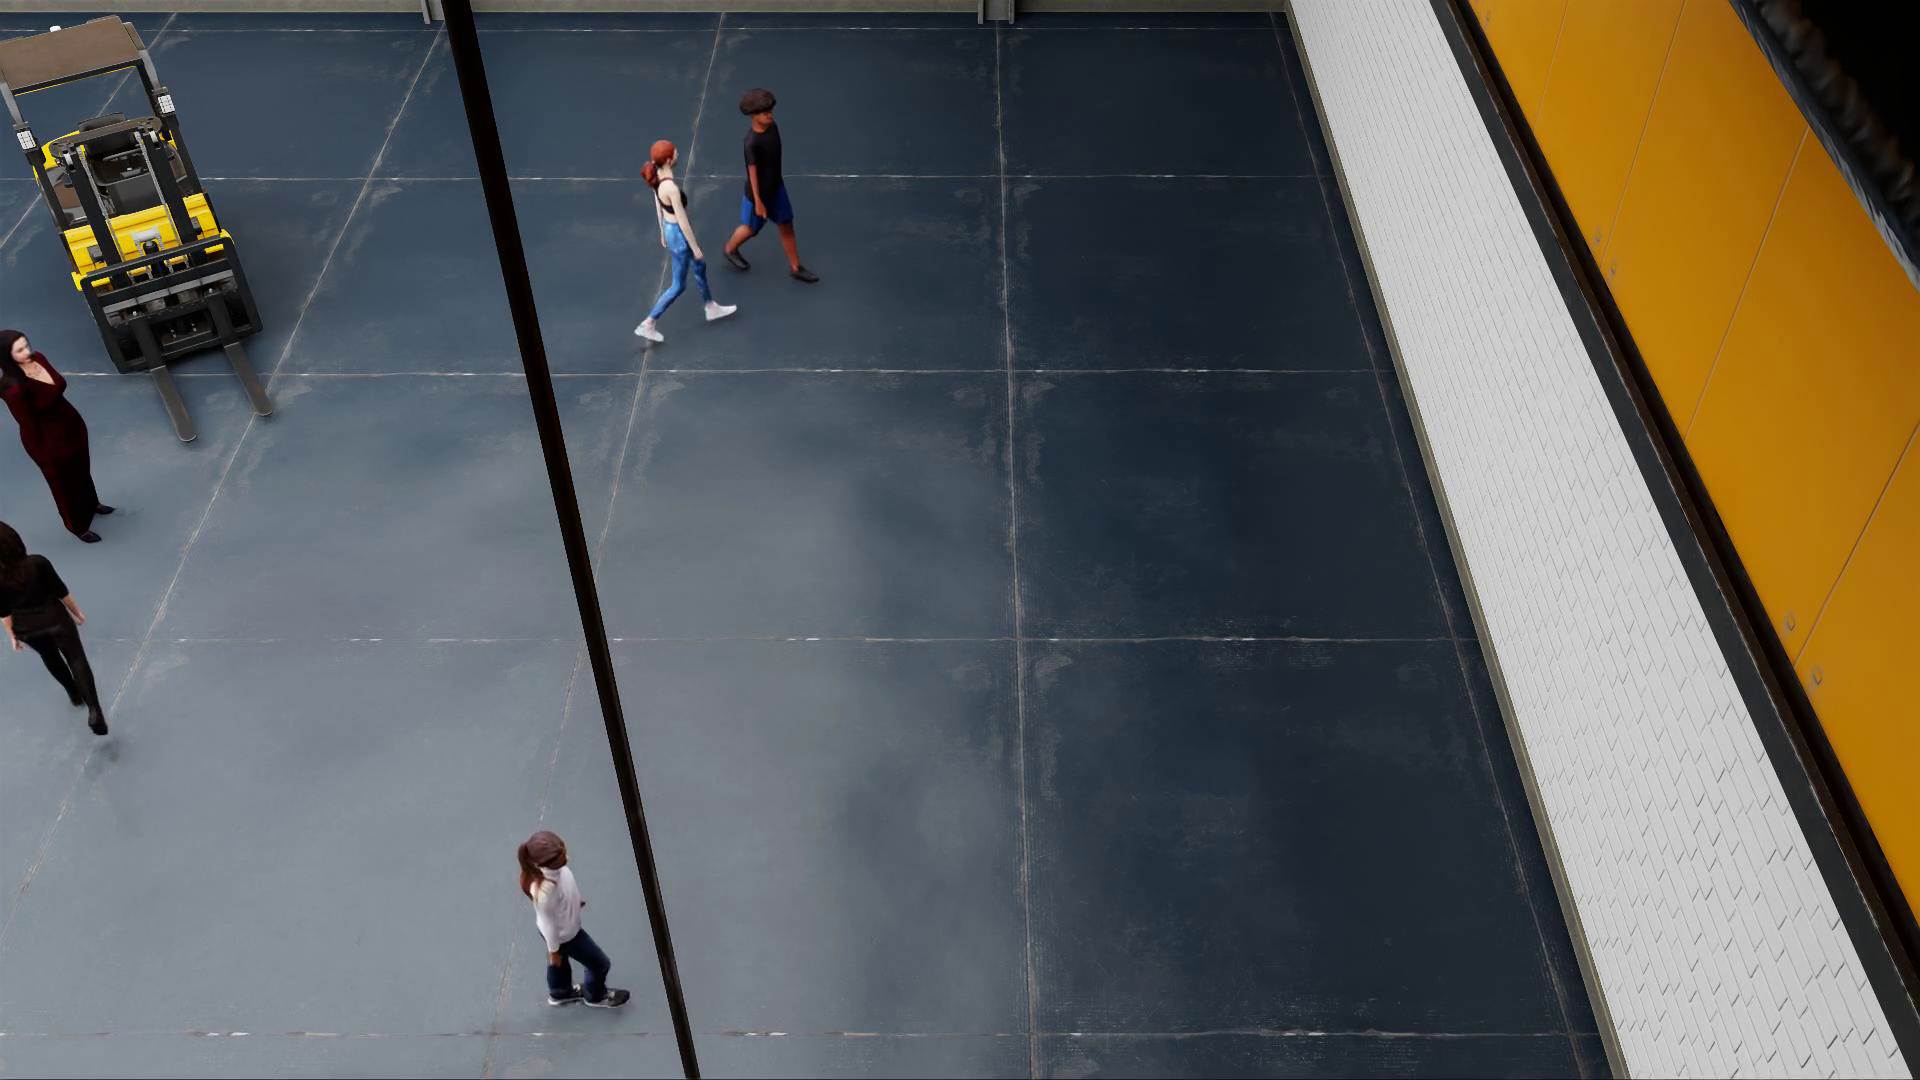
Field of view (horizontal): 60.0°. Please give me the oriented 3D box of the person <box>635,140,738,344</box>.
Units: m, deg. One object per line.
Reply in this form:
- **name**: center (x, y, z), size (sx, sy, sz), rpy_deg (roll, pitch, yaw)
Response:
- **person**: center (-2.316, -2.352, 13.348), size (1.213, 1.755, 0.908), rpy_deg (-18, 47, -18)

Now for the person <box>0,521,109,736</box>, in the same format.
- **person**: center (-5.699, 0.578, 10.371), size (1.006, 1.620, 0.939), rpy_deg (-21, 48, -21)

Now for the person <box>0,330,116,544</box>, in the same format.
- **person**: center (-6.372, -0.748, 11.664), size (0.614, 1.756, 0.665), rpy_deg (-2, 44, -3)

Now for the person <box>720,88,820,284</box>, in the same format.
- **person**: center (-1.725, -2.961, 13.983), size (1.252, 1.761, 0.980), rpy_deg (19, 47, 19)

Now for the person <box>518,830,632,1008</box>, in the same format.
- **person**: center (-2.223, 2.057, 8.876), size (0.724, 1.541, 0.605), rpy_deg (-7, 44, -8)
